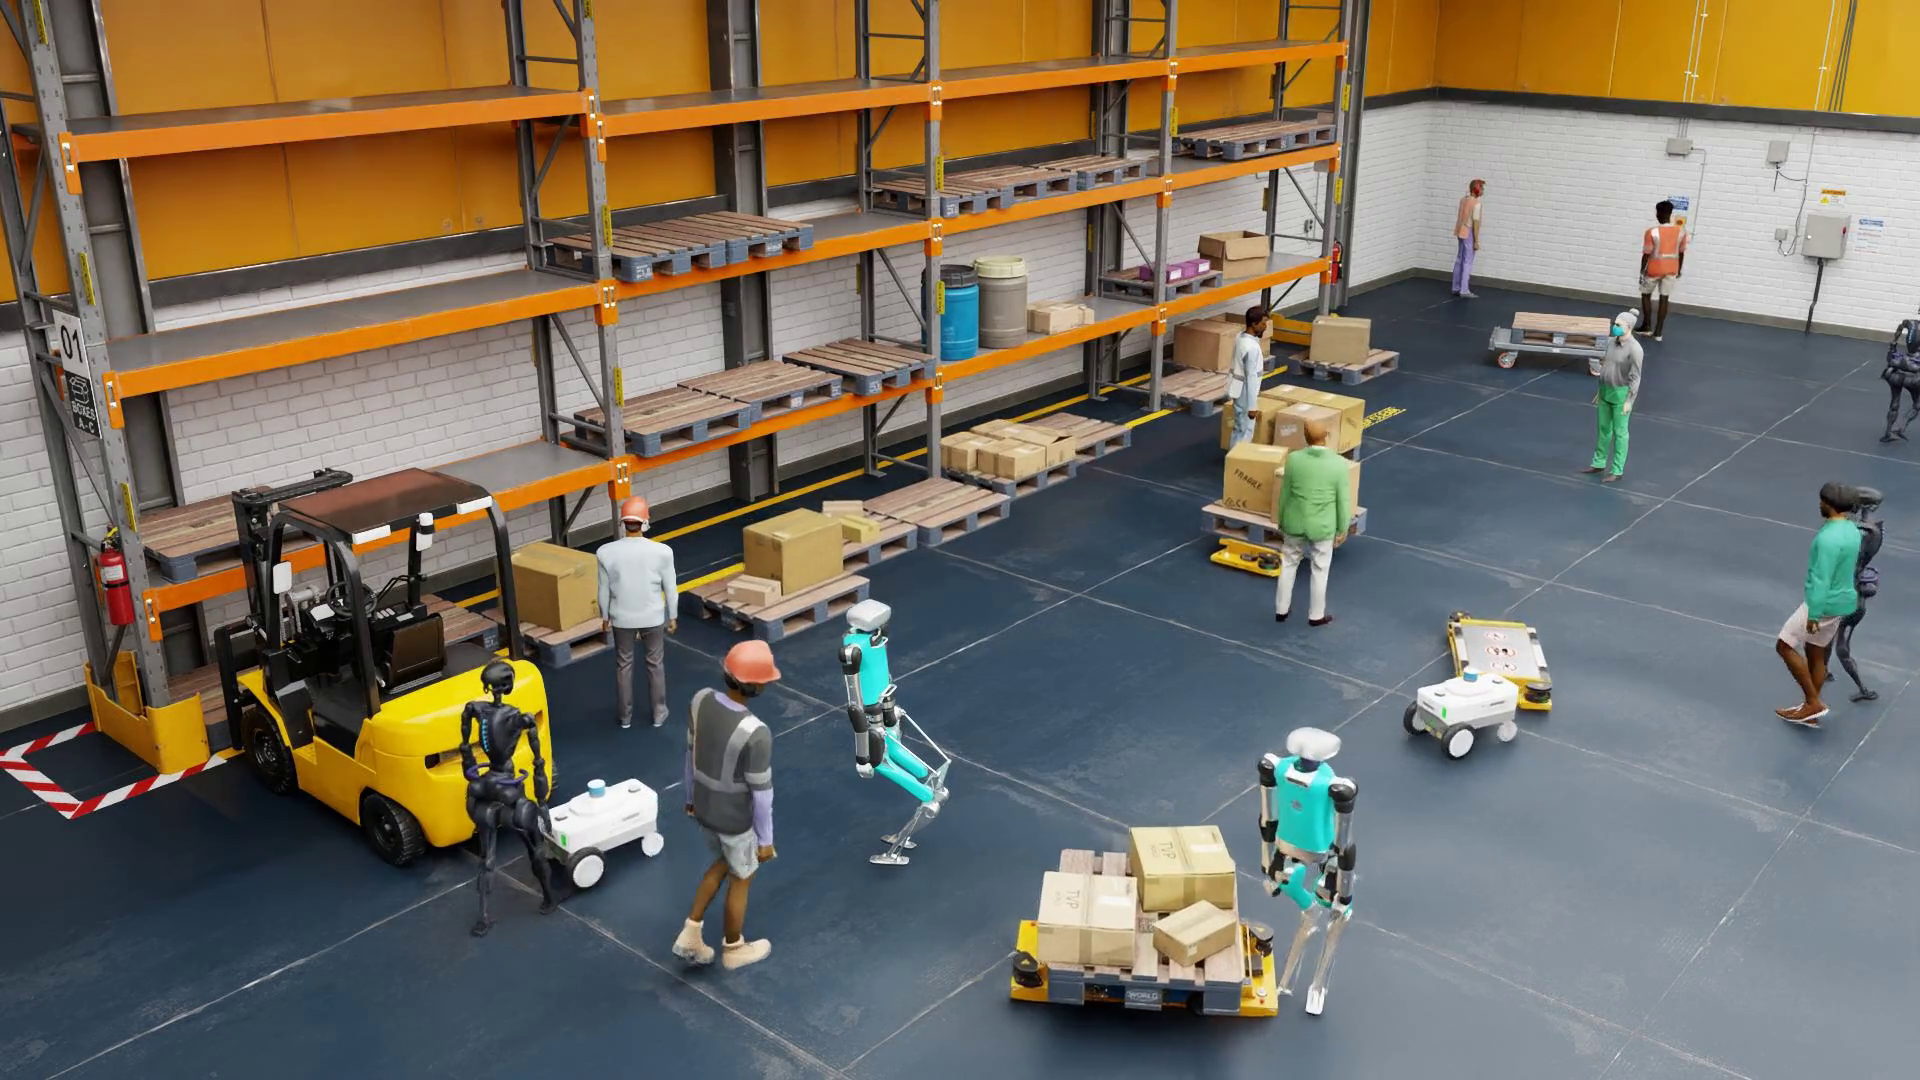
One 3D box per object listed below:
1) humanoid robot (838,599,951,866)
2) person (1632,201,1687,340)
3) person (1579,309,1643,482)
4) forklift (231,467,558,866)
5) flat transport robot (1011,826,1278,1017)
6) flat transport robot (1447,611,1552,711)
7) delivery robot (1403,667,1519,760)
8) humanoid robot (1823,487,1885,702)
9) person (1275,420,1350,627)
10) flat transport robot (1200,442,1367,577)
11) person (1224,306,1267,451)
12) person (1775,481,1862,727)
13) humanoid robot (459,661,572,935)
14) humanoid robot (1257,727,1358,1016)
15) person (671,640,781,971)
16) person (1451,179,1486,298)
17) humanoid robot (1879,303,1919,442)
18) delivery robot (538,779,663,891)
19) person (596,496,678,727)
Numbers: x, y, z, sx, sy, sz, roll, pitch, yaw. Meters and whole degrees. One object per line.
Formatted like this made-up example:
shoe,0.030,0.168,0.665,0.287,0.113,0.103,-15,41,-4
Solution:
humanoid robot,-0.334,1.190,10.016,0.735,1.676,0.533,7,21,18
person,9.893,-3.811,23.463,0.697,1.941,0.558,1,20,3
person,6.865,-1.522,17.412,0.340,1.838,0.511,-7,21,-18
forklift,-3.730,0.710,10.856,2.313,2.155,1.214,17,26,38
flat transport robot,1.024,2.332,9.232,1.431,0.231,0.659,2,20,7
flat transport robot,4.204,0.937,13.011,0.659,0.231,1.431,4,21,11
delivery robot,3.608,1.205,11.880,0.804,0.600,0.499,-9,22,-22
humanoid robot,6.729,0.397,12.508,0.532,1.648,0.608,11,23,26
person,2.896,-0.120,13.715,0.599,1.770,0.387,7,21,18
flat transport robot,3.004,0.007,15.532,0.659,0.231,1.431,16,26,37
person,2.952,-1.481,17.204,0.400,1.909,0.598,-1,20,-3
person,6.224,0.479,11.998,0.525,1.826,0.454,-17,26,-38
humanoid robot,-2.634,1.467,9.577,0.589,1.646,0.542,7,21,18
humanoid robot,1.898,1.731,8.764,0.538,1.785,0.733,16,25,36
person,-1.250,1.476,9.053,0.583,2.014,0.670,-18,27,-40
person,7.970,-4.730,26.099,0.392,1.838,0.575,-3,21,-9
humanoid robot,10.635,-1.899,18.676,0.362,1.642,0.603,-11,23,-26
delivery robot,-2.235,1.767,10.323,0.750,0.575,0.499,-17,26,-39
person,-2.316,0.524,12.009,0.572,1.738,0.348,-3,20,-8
